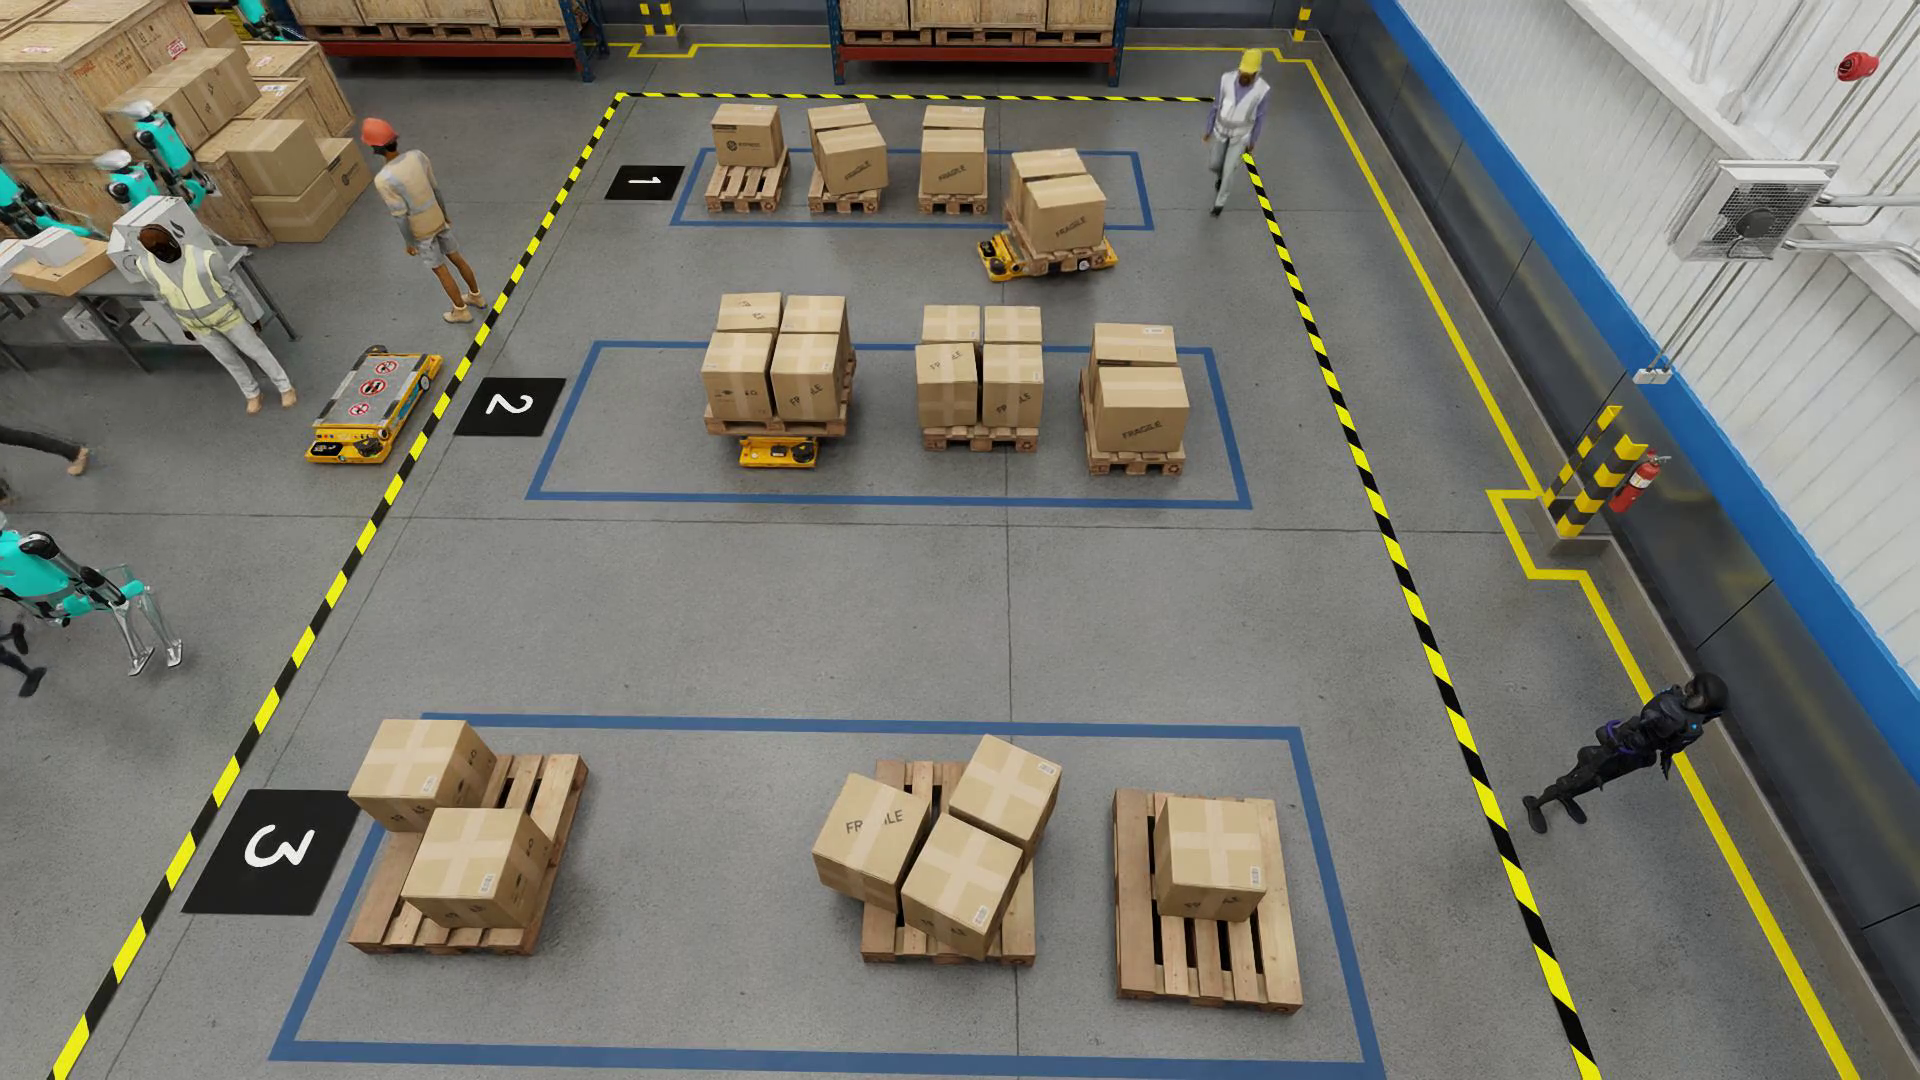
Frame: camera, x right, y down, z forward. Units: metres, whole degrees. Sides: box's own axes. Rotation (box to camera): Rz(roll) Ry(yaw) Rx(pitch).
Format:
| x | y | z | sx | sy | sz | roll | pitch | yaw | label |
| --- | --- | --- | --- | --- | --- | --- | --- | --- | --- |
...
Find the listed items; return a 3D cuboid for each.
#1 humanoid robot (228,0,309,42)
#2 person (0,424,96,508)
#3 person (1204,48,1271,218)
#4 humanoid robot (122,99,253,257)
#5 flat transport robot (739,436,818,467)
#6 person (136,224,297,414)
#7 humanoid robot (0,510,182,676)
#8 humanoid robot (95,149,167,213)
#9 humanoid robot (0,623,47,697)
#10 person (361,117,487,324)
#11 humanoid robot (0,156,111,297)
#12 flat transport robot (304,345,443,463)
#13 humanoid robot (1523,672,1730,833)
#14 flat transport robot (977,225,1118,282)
| x | y | z | sx | sy | sz | roll | pitch | yaw | label |
| --- | --- | --- | --- | --- | --- | --- | --- | --- | --- |
| -8.721 | -6.400 | 11.826 | 0.922 | 1.763 | 0.537 | 0 | 50 | 0 | humanoid robot |
| -7.898 | -1.019 | 7.226 | 0.928 | 1.814 | 0.500 | -23 | 54 | -18 | person |
| 3.067 | -4.571 | 10.222 | 0.603 | 1.809 | 0.594 | 26 | 54 | 20 | person |
| -8.162 | -3.594 | 9.510 | 0.768 | 1.888 | 0.546 | -3 | 50 | -3 | humanoid robot |
| -1.582 | -1.235 | 8.394 | 0.652 | 0.197 | 1.431 | 1 | 50 | 1 | flat transport robot |
| -6.442 | -1.901 | 7.955 | 0.631 | 1.834 | 0.429 | -12 | 51 | -10 | person |
| -5.834 | 0.257 | 6.097 | 0.533 | 1.681 | 0.735 | -11 | 51 | -9 | humanoid robot |
| -7.772 | -2.811 | 8.859 | 0.711 | 1.902 | 0.546 | 0 | 50 | 0 | humanoid robot |
| -6.773 | 0.414 | 6.098 | 0.596 | 1.648 | 0.498 | -4 | 50 | -4 | humanoid robot |
| -5.113 | -3.007 | 8.748 | 0.366 | 2.048 | 0.606 | 12 | 51 | 10 | person |
| -8.942 | -3.126 | 9.079 | 1.047 | 1.756 | 0.547 | -6 | 50 | -5 | humanoid robot |
| -5.383 | -1.269 | 8.441 | 0.659 | 0.231 | 1.431 | 1 | 50 | 1 | flat transport robot |
| 3.920 | 1.258 | 5.373 | 0.599 | 1.653 | 0.315 | -7 | 50 | -6 | humanoid robot |
| 0.957 | -3.187 | 10.045 | 1.431 | 0.197 | 0.652 | -10 | 51 | -9 | flat transport robot |
